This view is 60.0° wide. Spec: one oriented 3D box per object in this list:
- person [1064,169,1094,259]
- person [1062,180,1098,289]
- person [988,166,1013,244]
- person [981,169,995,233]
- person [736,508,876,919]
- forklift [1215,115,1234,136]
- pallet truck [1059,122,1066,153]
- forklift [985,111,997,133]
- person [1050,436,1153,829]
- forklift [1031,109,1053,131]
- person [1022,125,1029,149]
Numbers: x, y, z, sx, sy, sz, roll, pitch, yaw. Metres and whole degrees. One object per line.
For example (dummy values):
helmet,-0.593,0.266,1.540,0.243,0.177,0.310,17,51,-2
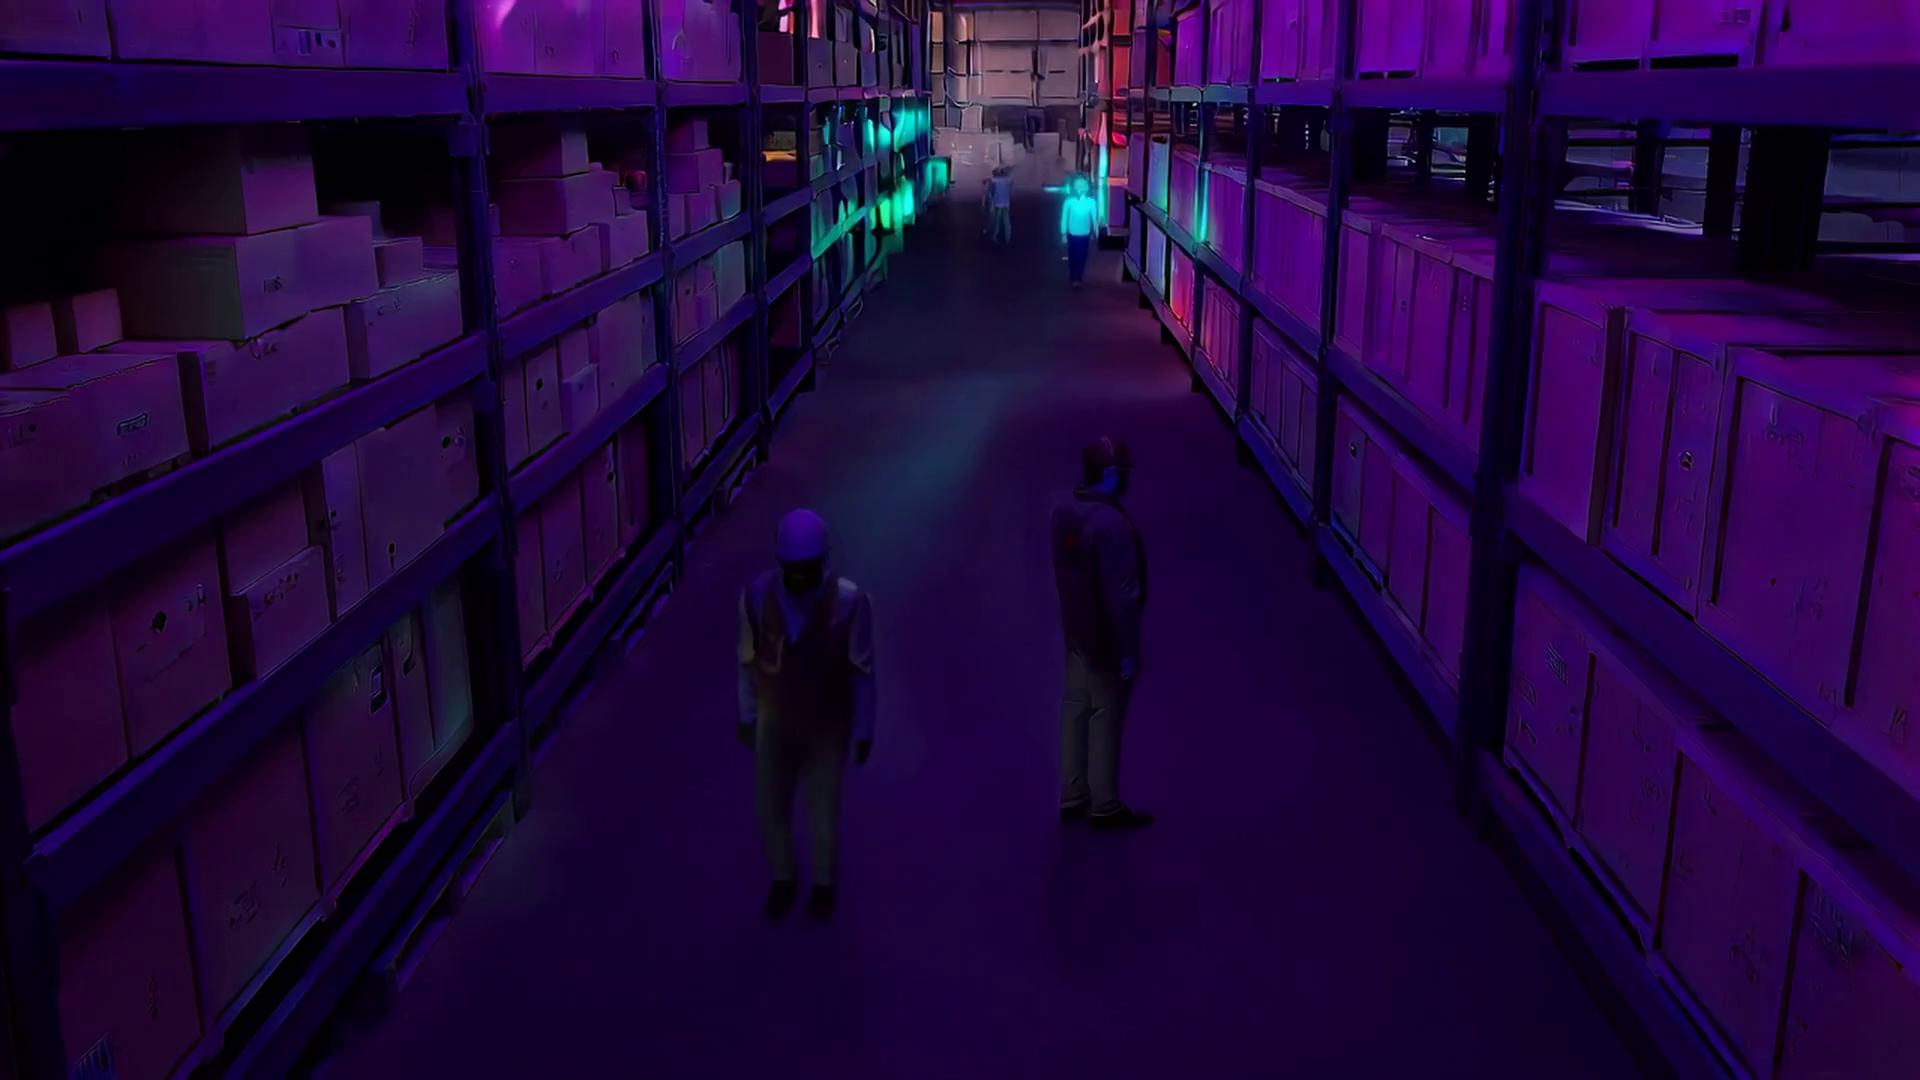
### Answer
person,2.518,-6.958,35.530,0.652,1.904,0.403,7,17,25
person,2.189,-5.555,30.230,0.628,1.939,1.011,-1,15,-2
person,0.979,-7.916,39.321,0.628,1.800,0.950,-6,16,-21
person,0.769,-8.543,41.978,0.543,1.596,0.836,4,16,14
person,-0.660,0.748,7.018,0.627,1.816,0.479,3,15,10
forklift,7.979,-11.816,51.756,1.129,2.768,1.873,0,15,2
pallet truck,5.788,-21.111,88.014,1.885,1.965,0.823,5,16,18
forklift,1.191,-14.555,61.947,1.873,2.768,1.129,0,15,2
person,0.693,0.440,8.002,0.410,1.909,0.642,-7,17,-25
forklift,3.411,-16.597,69.542,1.129,2.768,1.873,0,15,2
person,3.283,-19.729,83.005,0.593,1.925,0.669,-1,15,-5
